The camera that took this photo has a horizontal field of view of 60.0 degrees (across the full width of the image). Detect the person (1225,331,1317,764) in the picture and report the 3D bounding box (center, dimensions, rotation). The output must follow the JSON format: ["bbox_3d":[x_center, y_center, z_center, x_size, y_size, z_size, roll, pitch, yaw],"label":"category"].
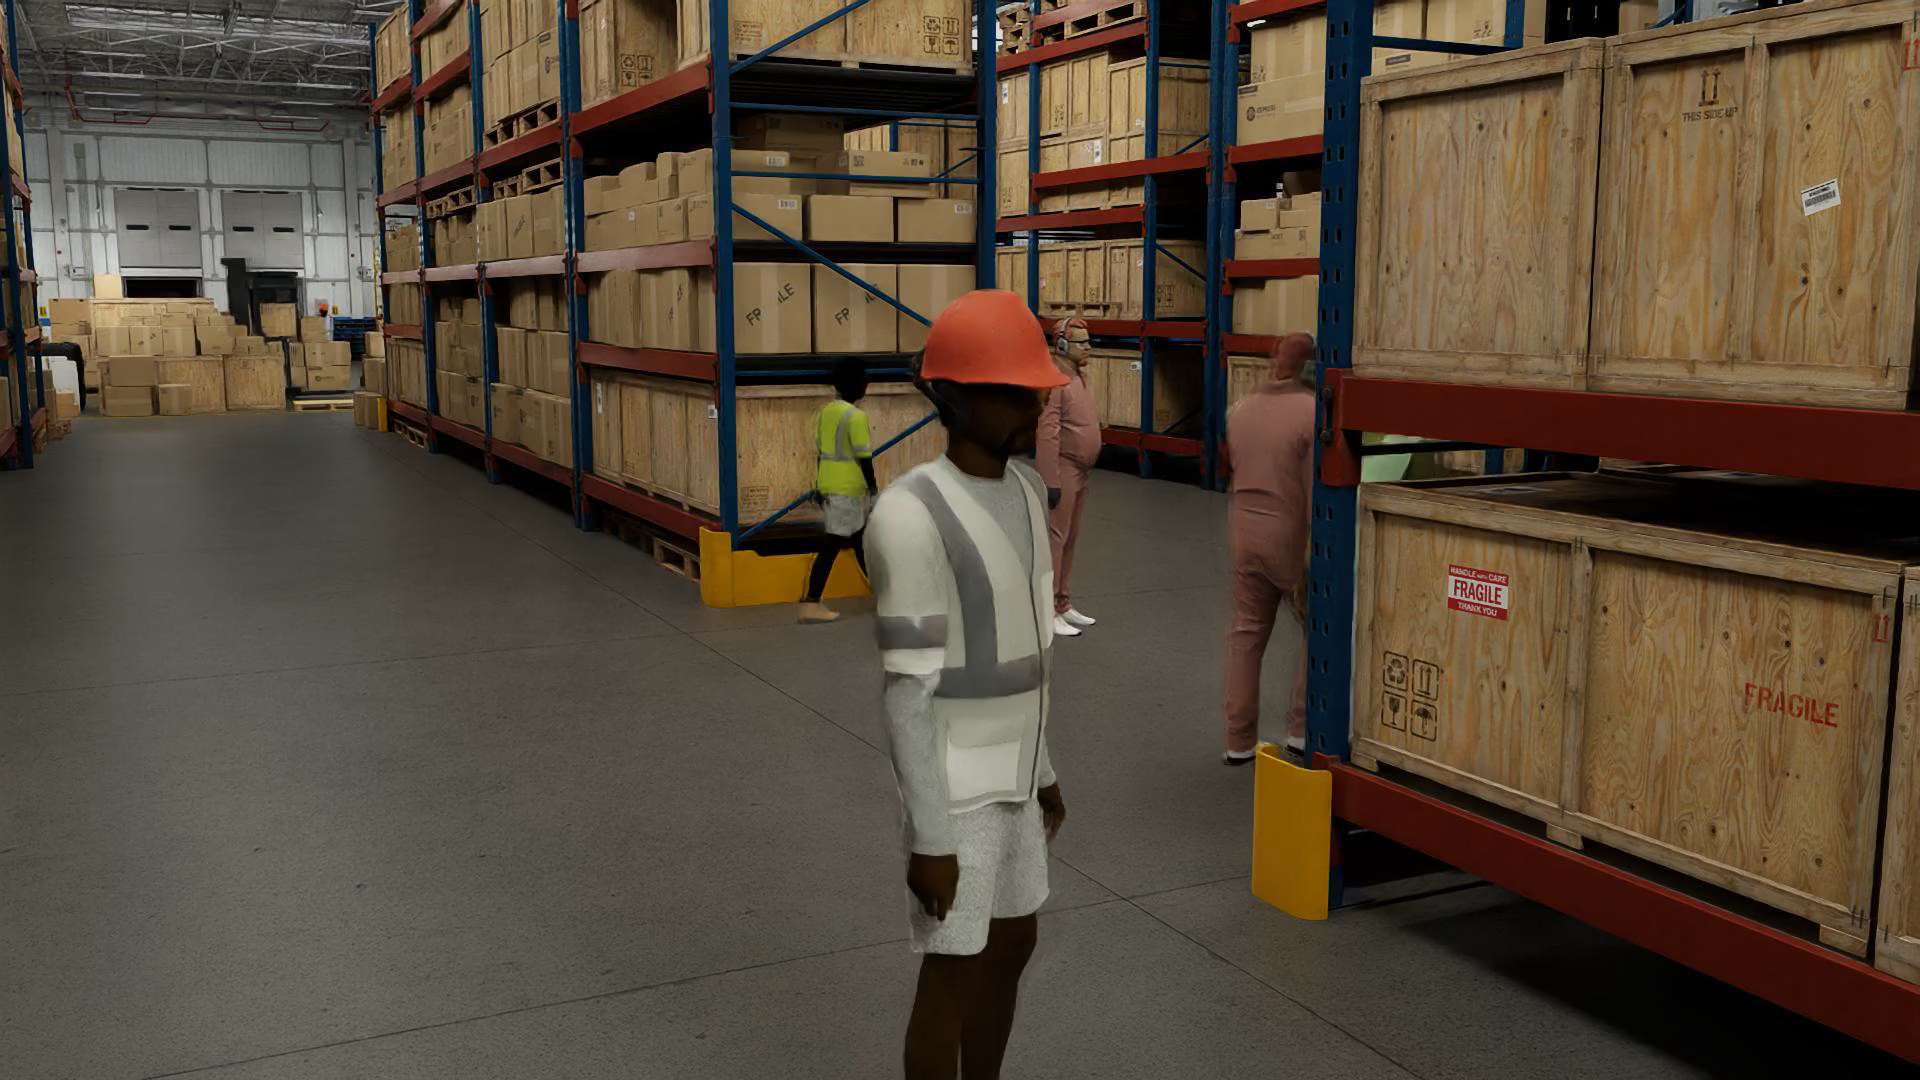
[{"bbox_3d":[1.441,0.043,7.217,0.657,1.876,0.674,-6,10,-34],"label":"person"}]

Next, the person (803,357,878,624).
[{"bbox_3d":[-0.637,-0.313,10.440,0.875,1.646,0.544,-4,9,-28],"label":"person"}]

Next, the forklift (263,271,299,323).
[{"bbox_3d":[-19.767,-6.452,48.580,1.873,2.768,1.129,6,10,37],"label":"forklift"}]

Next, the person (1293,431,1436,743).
[{"bbox_3d":[1.538,0.157,6.638,0.841,1.809,0.581,-4,9,-24],"label":"person"}]

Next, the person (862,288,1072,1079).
[{"bbox_3d":[0.050,0.498,3.532,0.382,2.043,0.611,4,9,28],"label":"person"}]

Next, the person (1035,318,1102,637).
[{"bbox_3d":[0.659,-0.385,10.088,0.400,1.907,0.644,3,9,21],"label":"person"}]

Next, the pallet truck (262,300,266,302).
[{"bbox_3d":[-23.913,-7.404,58.171,1.885,1.965,0.823,-1,8,-9],"label":"pallet truck"}]

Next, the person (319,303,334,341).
[{"bbox_3d":[-17.214,-5.446,44.966,0.747,1.916,0.551,8,11,43],"label":"person"}]

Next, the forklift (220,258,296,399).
[{"bbox_3d":[-14.315,-4.194,33.009,1.873,2.768,1.129,-4,9,-26],"label":"forklift"}]
